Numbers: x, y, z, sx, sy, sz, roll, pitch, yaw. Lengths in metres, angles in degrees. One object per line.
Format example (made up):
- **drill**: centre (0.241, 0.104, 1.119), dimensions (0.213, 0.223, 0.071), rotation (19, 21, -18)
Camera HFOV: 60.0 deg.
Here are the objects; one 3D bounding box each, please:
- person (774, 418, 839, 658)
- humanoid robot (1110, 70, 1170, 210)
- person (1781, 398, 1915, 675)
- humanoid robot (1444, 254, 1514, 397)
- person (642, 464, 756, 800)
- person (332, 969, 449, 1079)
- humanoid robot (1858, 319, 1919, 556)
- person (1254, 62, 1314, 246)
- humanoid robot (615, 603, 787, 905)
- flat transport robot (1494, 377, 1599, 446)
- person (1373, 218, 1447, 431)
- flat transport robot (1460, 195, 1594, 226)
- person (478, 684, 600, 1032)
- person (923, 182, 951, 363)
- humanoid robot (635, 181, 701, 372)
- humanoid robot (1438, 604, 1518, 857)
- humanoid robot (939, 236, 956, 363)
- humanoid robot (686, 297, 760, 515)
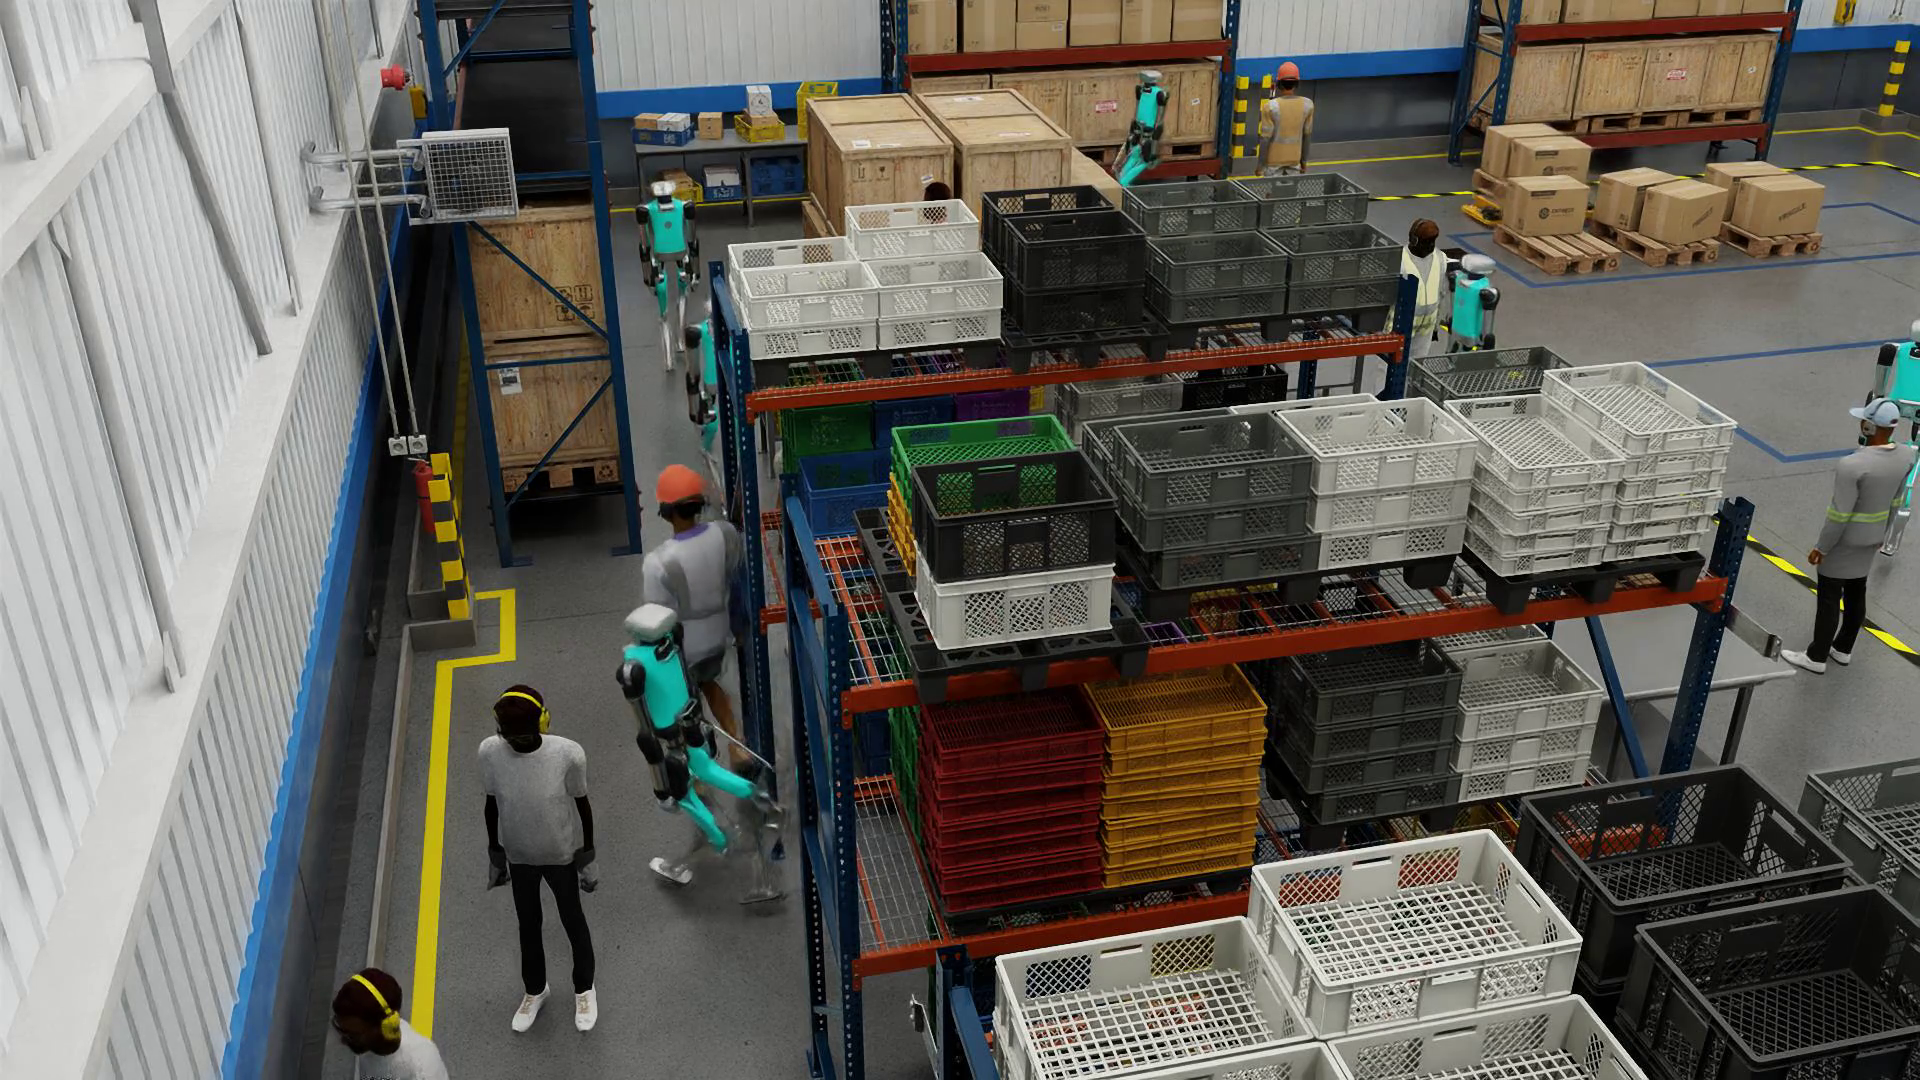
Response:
- **person**: centre (-0.923, -0.065, 10.494), dimensions (0.500, 1.837, 0.346), rotation (-17, 32, -29)
- **humanoid robot**: centre (1.883, -4.328, 18.678), dimensions (0.878, 1.770, 0.586), rotation (-14, 31, -24)
- **person**: centre (5.558, -0.032, 10.410), dimensions (0.597, 1.850, 0.395), rotation (-12, 30, -21)
- **humanoid robot**: centre (4.168, -1.438, 13.166), dimensions (0.718, 1.745, 0.537), rotation (-11, 30, -19)
- **person**: centre (-1.444, 0.552, 9.120), dimensions (0.543, 2.024, 0.689), rotation (25, 36, 38)
- **person**: centre (-1.966, 2.280, 6.022), dimensions (0.570, 1.859, 0.334), rotation (20, 34, 34)
- **humanoid robot**: centre (6.532, -0.649, 11.555), dimensions (0.533, 1.681, 0.735), rotation (14, 31, 24)
- **person**: centre (3.469, -4.119, 17.962), dimensions (0.613, 2.039, 0.384), rotation (-8, 29, -15)
- **humanoid robot**: centre (-1.202, 1.152, 8.330), dimensions (1.004, 1.732, 0.533), rotation (8, 29, 15)
- **flat transport robot**: centre (4.780, -1.036, 14.013), dimensions (0.659, 0.231, 1.431), rotation (-6, 28, -12)
- **person**: centre (3.699, -1.753, 13.697), dimensions (0.622, 1.837, 0.429), rotation (-9, 29, -16)
- **flat transport robot**: centre (6.646, -3.891, 19.399), dimensions (1.431, 0.197, 0.652), rotation (-6, 28, -12)
- **person**: centre (-1.904, 1.455, 7.576), dimensions (0.514, 1.865, 0.328), rotation (1, 28, 1)
- **person**: centre (-0.174, -2.147, 14.348), dimensions (0.392, 1.922, 0.592), rotation (-3, 28, -7)
- **humanoid robot**: centre (-2.635, -2.433, 15.095), dimensions (0.542, 1.773, 0.903), rotation (-7, 29, -13)
- **humanoid robot**: centre (2.639, 1.050, 8.537), dimensions (0.327, 1.655, 0.590), rotation (6, 28, 11)
- **humanoid robot**: centre (-0.066, -1.845, 14.065), dimensions (0.723, 1.625, 0.612), rotation (-8, 29, -14)
- **humanoid robot**: centre (-1.751, -0.983, 12.380), dimensions (0.558, 1.830, 0.673), rotation (-5, 28, -10)
